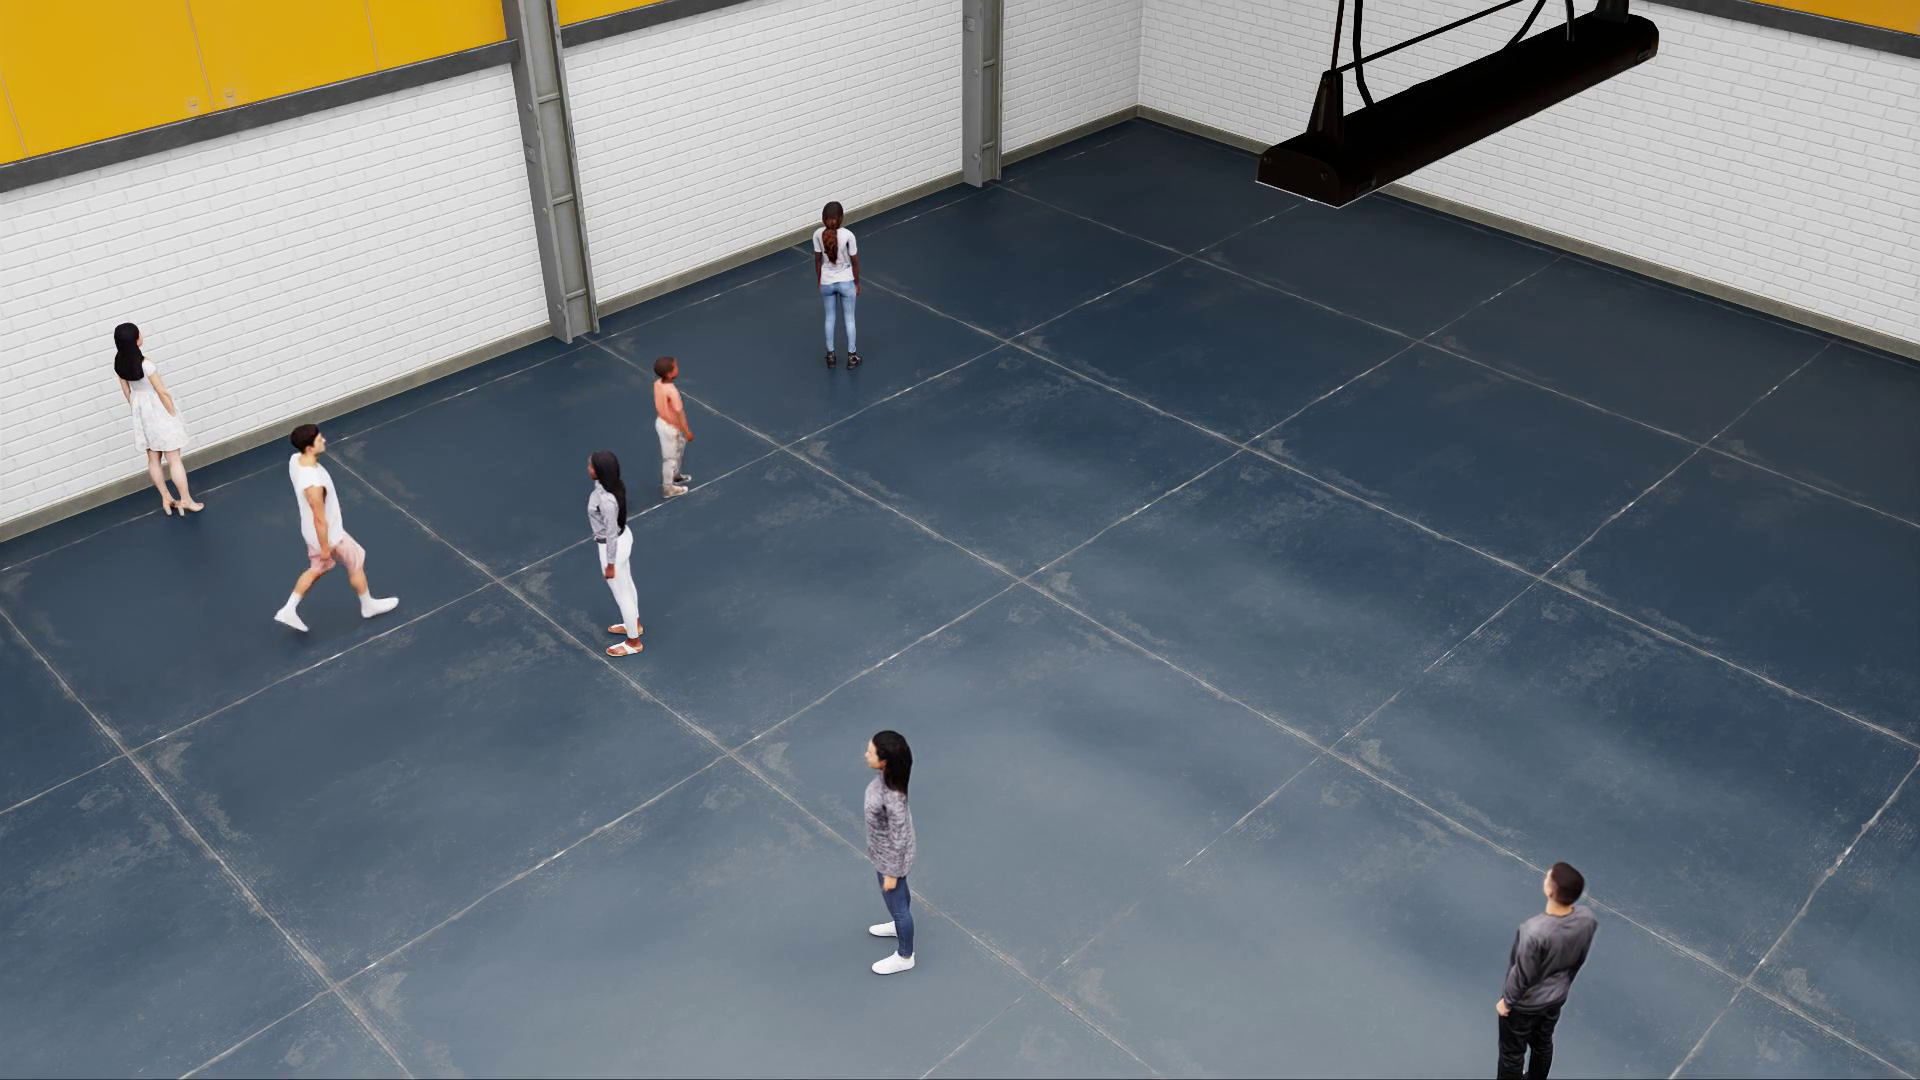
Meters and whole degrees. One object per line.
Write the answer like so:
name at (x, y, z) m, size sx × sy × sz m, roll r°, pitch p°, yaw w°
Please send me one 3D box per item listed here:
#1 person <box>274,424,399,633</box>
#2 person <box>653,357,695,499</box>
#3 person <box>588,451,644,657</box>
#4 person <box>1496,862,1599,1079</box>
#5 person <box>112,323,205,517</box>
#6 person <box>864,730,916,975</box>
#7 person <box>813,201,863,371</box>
person at (-4.861, -0.051, 12.458) m, size 1.162 × 1.752 × 0.740 m, roll -22°, pitch 39°, yaw -29°
person at (-2.539, -0.944, 14.210) m, size 0.604 × 1.299 × 0.558 m, roll -17°, pitch 37°, yaw -23°
person at (-2.545, 0.076, 12.291) m, size 0.716 × 1.724 × 0.669 m, roll -2°, pitch 34°, yaw -4°
person at (3.043, 2.388, 8.781) m, size 0.594 × 1.760 × 0.748 m, roll -14°, pitch 36°, yaw -19°
person at (-6.714, -1.001, 13.867) m, size 0.762 × 1.775 × 0.790 m, roll 9°, pitch 35°, yaw 14°
person at (-0.394, 1.797, 9.695) m, size 0.725 × 1.732 × 0.689 m, roll -3°, pitch 34°, yaw -4°
person at (-1.186, -2.475, 16.134) m, size 0.672 × 1.719 × 0.705 m, roll 5°, pitch 34°, yaw 7°
